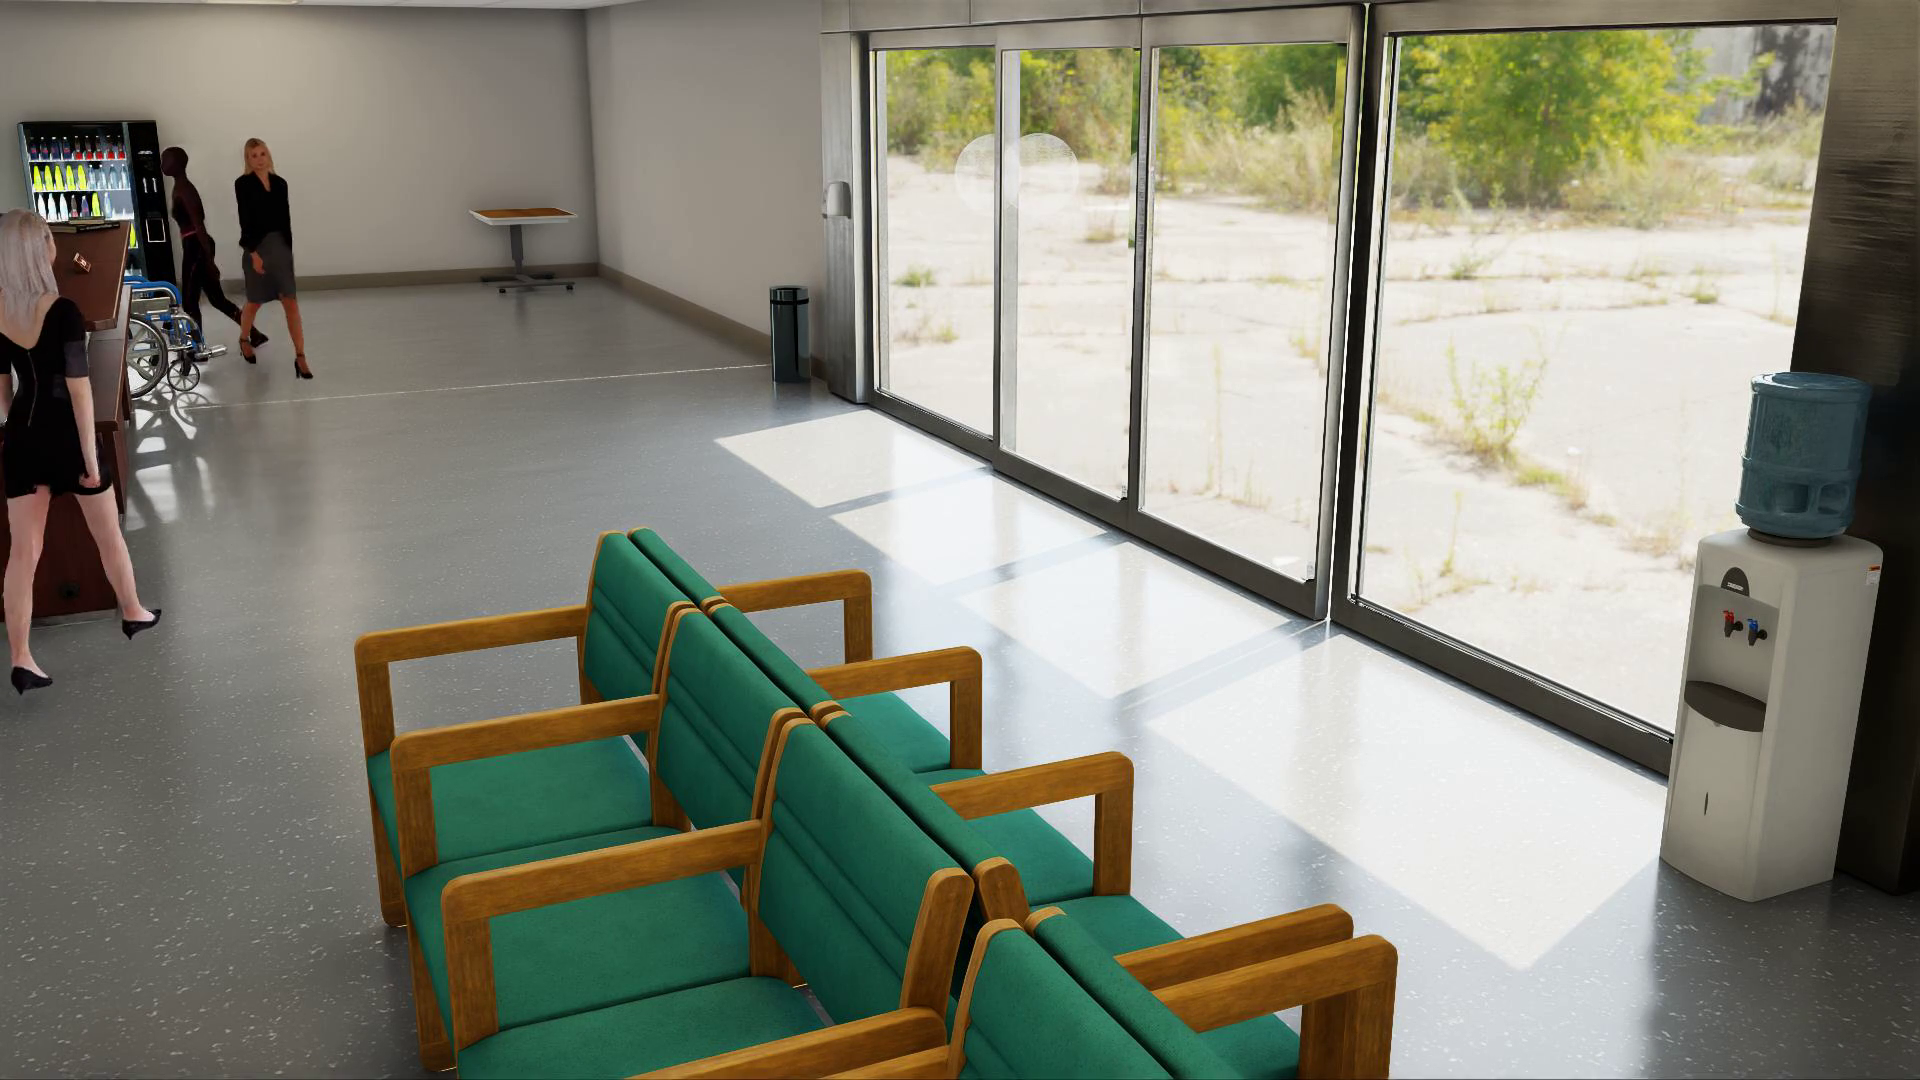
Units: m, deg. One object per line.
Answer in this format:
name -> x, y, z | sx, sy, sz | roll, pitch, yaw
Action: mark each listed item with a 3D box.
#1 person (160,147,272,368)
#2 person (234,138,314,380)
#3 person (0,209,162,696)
person -> -6.004, -2.249, 13.341 | 1.069, 1.718, 0.714 | -10, 19, -31
person -> -5.356, -2.108, 12.702 | 1.020, 1.794, 1.225 | 13, 20, 38
person -> -3.479, -0.285, 6.261 | 1.181, 1.778, 1.020 | 1, 16, 2
